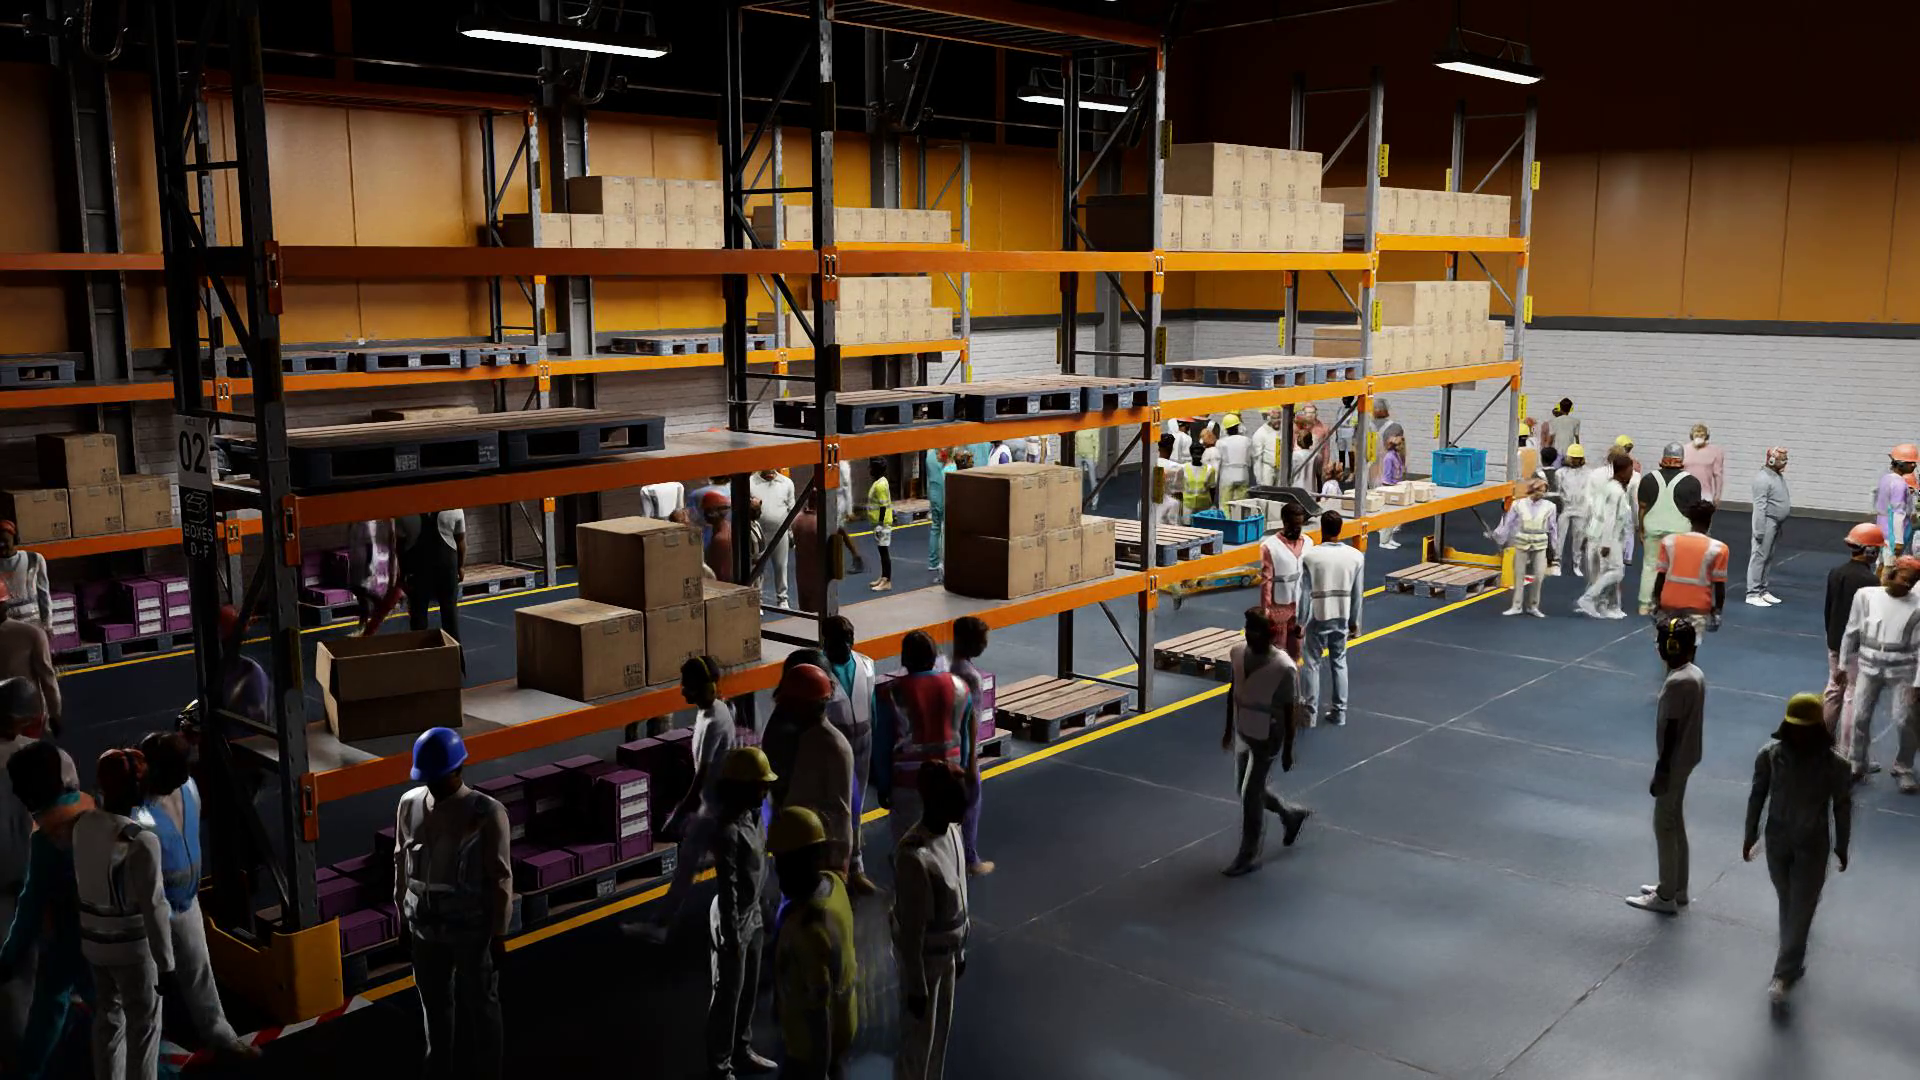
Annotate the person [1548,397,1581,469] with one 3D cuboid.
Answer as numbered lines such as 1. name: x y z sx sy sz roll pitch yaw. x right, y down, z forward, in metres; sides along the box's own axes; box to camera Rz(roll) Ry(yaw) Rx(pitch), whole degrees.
1. person: 9.808 -1.381 27.040 0.508 1.872 0.329 2 10 14

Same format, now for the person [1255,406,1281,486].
1. person: 4.859 -1.297 26.478 0.711 1.892 0.649 1 10 8

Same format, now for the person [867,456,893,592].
1. person: -0.987 -0.209 20.558 0.320 1.695 0.538 -1 10 -3

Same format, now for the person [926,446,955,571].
1. person: -0.179 -0.507 21.752 0.398 1.898 0.647 -6 11 -33

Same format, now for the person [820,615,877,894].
1. person: -0.774 1.383 10.622 0.624 1.844 0.429 -7 12 -35

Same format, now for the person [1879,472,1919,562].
1. person: 10.544 0.080 18.715 0.352 1.738 0.573 5 11 28

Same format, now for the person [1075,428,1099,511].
1. person: 2.026 -1.331 27.126 0.519 1.739 0.525 6 11 30

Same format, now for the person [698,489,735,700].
1. person: -2.189 0.507 15.467 0.458 1.978 0.656 0 10 -2

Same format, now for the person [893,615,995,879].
1. person: -0.083 1.374 10.773 0.725 1.812 0.530 -6 11 -33

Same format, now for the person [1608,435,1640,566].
1. person: 8.812 -0.518 22.203 0.534 1.765 0.324 -4 10 -22

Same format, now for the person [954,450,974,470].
1. person: 0.005 -0.158 19.852 0.350 1.837 0.502 -3 10 -17

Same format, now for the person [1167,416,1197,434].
1. person: 3.600 -1.344 26.763 0.590 1.886 0.789 1 10 3

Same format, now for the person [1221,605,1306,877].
1. person: 2.052 1.307 11.133 0.719 1.820 0.583 -5 11 -28

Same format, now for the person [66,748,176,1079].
1. person: -3.808 1.869 7.623 0.584 1.879 0.369 5 11 27

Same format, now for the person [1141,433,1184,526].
1. person: 2.526 -0.359 20.697 0.598 1.958 0.371 9 13 42

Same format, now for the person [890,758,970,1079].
1. person: -0.125 1.893 7.491 0.355 1.876 0.573 3 10 19

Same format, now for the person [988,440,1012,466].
1. person: 0.557 -0.676 22.903 0.373 1.843 0.569 -2 10 -12

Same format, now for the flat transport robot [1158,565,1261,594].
1. flat transport robot: 3.126 0.460 20.813 1.431 0.197 0.652 -6 11 -34

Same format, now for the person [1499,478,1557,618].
1. person: 6.484 0.095 18.981 0.610 1.623 0.338 2 10 14

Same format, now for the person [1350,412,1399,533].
1. person: 6.112 -1.001 24.868 1.022 1.847 0.645 1 10 7

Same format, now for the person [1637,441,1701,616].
1. person: 8.124 -0.129 19.054 0.687 2.000 0.537 7 12 36

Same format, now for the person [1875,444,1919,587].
1. person: 10.503 -0.065 18.664 0.393 2.041 0.613 3 10 17

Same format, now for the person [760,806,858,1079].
1. person: -0.536 2.006 6.785 0.807 1.889 0.585 1 10 4

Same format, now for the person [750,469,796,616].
1. person: -2.199 -0.072 19.148 0.644 1.900 0.399 -3 10 -16

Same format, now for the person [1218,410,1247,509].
1. person: 4.469 -1.352 27.287 0.487 1.728 0.323 3 10 19

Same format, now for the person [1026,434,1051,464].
1. person: 1.256 -1.360 27.025 0.394 1.836 0.559 -4 10 -23

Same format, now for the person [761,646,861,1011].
1. person: -0.806 1.545 9.062 0.535 2.000 0.687 0 10 2

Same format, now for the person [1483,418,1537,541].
1. person: 8.121 -0.846 23.969 0.982 1.839 0.592 3 10 19

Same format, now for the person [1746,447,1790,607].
1. person: 9.584 -0.162 19.680 0.404 1.901 0.639 8 13 41

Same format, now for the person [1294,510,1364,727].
1. person: 3.235 0.693 14.564 0.599 1.905 0.391 -2 10 -13

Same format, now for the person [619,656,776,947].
1. person: -1.494 1.554 9.680 0.958 1.812 0.512 -3 10 -16

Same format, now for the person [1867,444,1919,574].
1. person: 12.054 -0.384 21.487 0.410 1.733 0.587 -9 13 -43

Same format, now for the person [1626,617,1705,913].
1. person: 4.471 1.406 10.453 0.335 1.855 0.533 7 12 36

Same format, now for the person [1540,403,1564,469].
1. person: 9.824 -1.387 27.426 0.535 1.755 0.342 7 12 38

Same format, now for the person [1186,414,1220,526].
1. person: 3.705 -1.193 25.465 0.612 2.029 0.407 6 11 30

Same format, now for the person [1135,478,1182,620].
1. person: 2.287 0.032 18.998 0.564 1.735 0.683 7 12 37

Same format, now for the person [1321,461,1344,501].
1. person: 4.559 -0.153 20.392 0.306 1.640 0.523 1 10 3

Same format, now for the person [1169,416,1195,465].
1. person: 3.236 -0.934 24.207 0.387 1.929 0.544 -4 10 -23

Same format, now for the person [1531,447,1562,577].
1. person: 7.636 -0.371 21.621 0.538 1.662 0.541 -3 10 -20
